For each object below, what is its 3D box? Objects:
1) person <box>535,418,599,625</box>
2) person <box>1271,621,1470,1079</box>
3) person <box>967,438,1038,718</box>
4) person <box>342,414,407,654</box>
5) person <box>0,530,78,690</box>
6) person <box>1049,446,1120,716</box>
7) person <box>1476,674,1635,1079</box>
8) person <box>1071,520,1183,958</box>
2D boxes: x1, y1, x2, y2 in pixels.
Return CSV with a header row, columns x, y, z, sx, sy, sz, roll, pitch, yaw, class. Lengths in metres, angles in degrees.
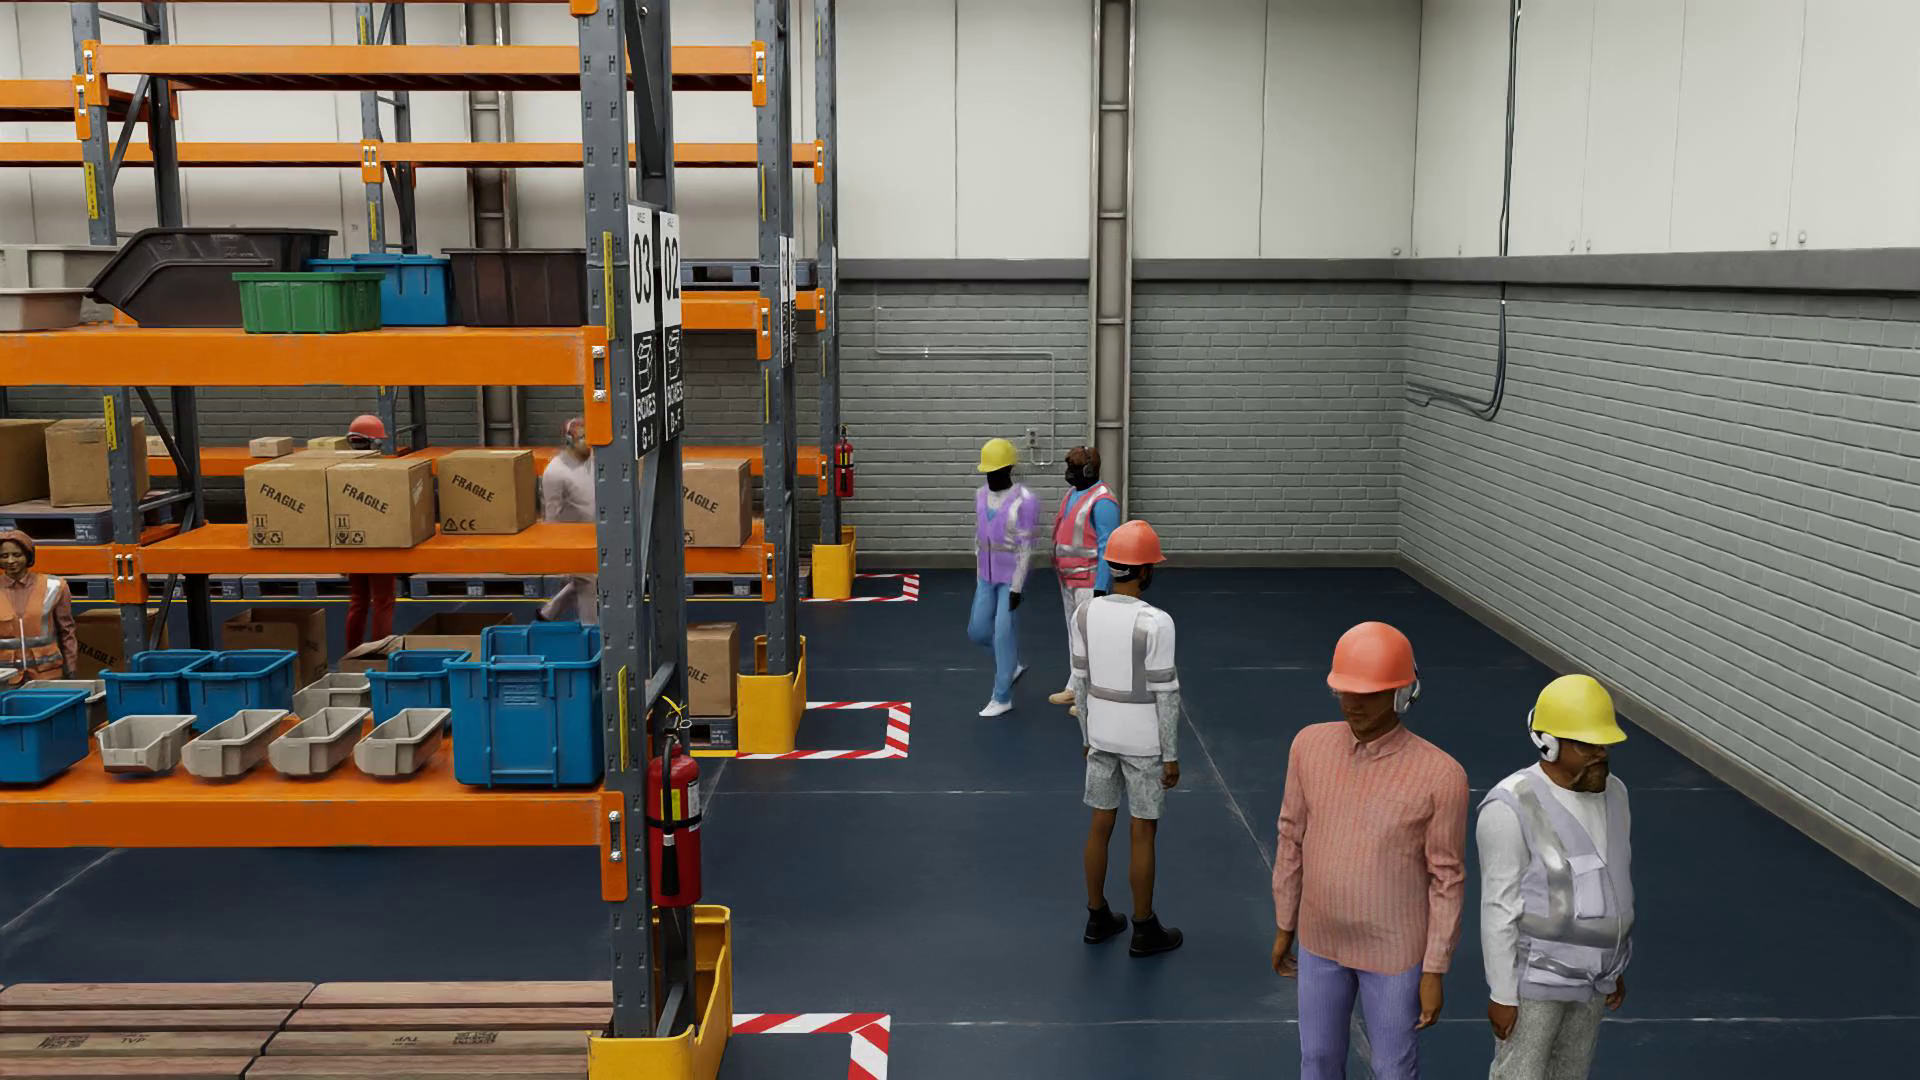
x,y,z,sx,sy,sz,roll,pitch,yaw,class
-3.050,-0.033,13.103,0.802,1.884,0.642,4,10,21,person
1.222,1.221,5.077,0.611,1.995,0.376,8,12,40,person
0.287,0.245,11.338,0.480,1.901,0.590,-9,13,-44,person
-4.273,0.084,12.087,0.625,1.987,0.407,5,10,27,person
-5.072,0.754,9.029,0.525,1.639,0.307,-5,11,-29,person
0.838,0.272,11.366,0.429,1.842,0.637,-3,10,-20,person
1.826,1.304,5.069,0.586,1.833,0.403,-6,11,-33,person
0.751,0.875,7.377,0.543,1.939,0.355,8,12,41,person
